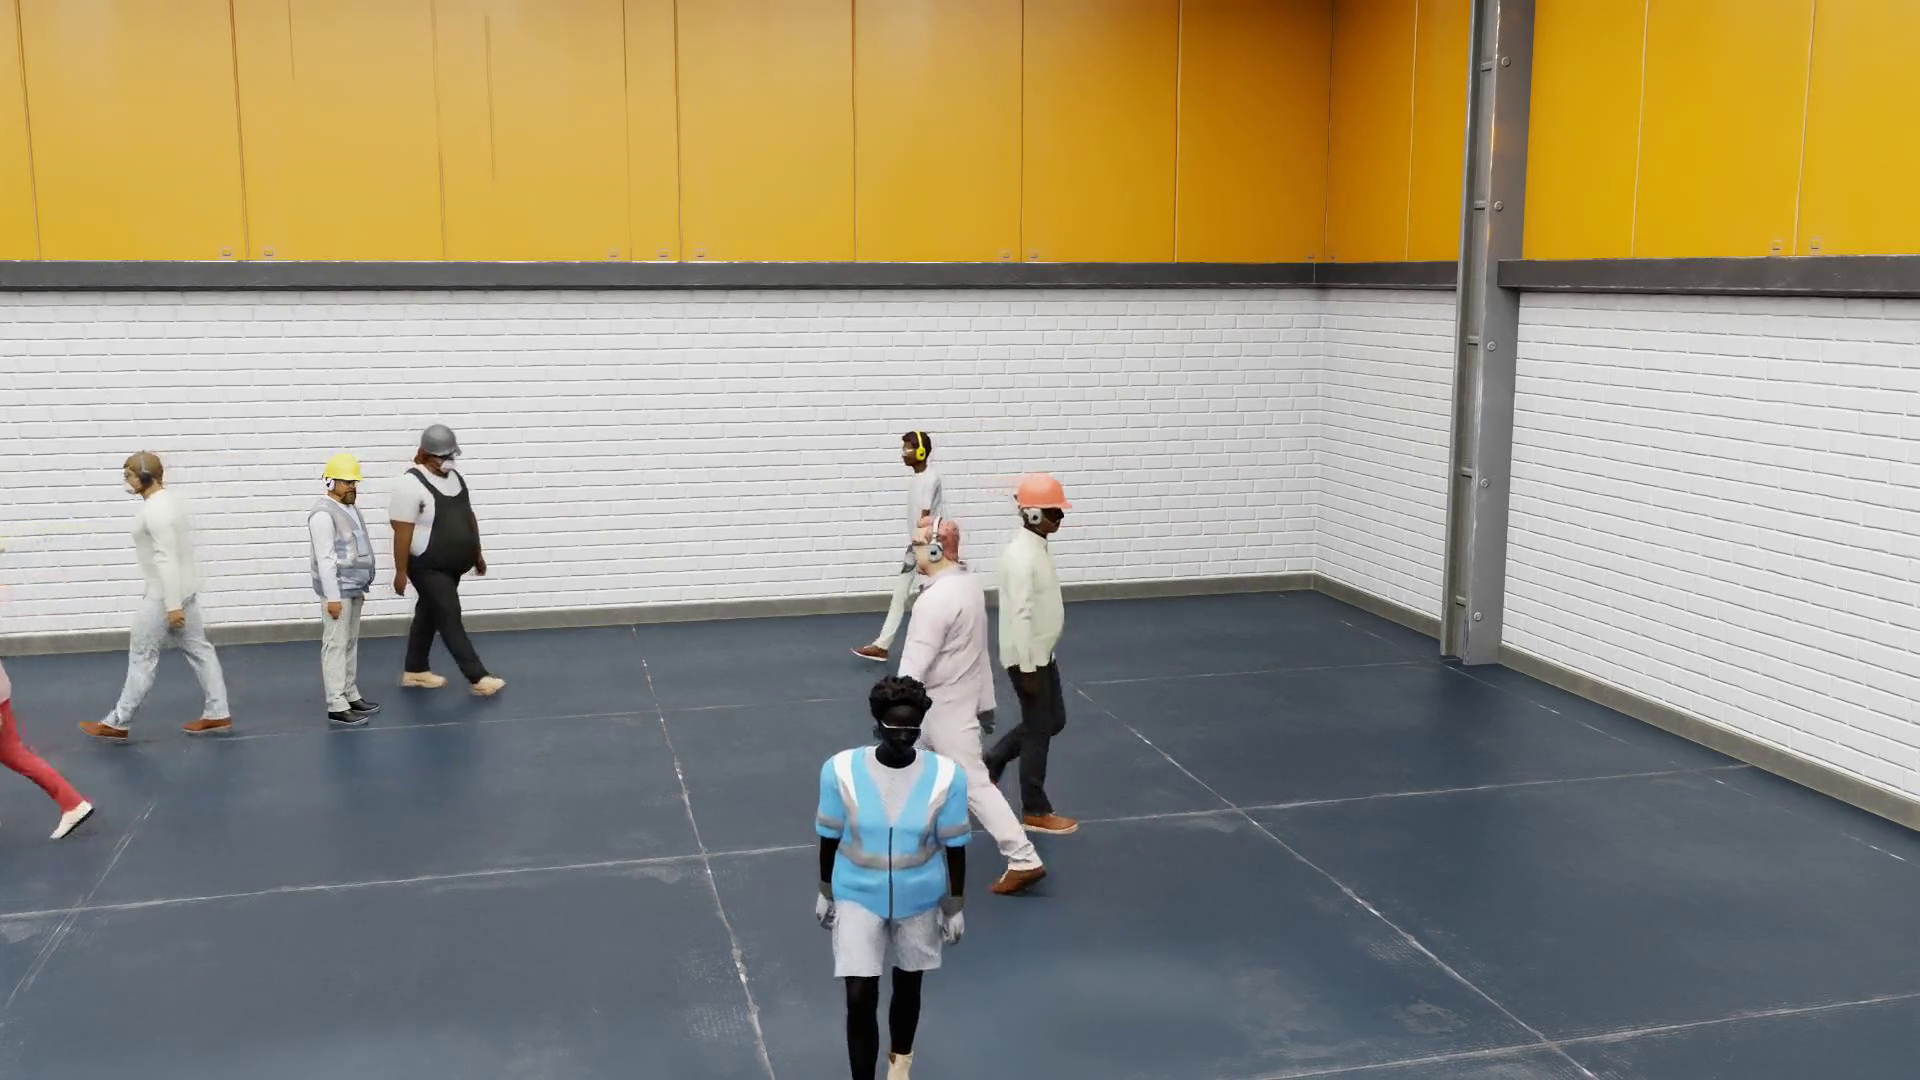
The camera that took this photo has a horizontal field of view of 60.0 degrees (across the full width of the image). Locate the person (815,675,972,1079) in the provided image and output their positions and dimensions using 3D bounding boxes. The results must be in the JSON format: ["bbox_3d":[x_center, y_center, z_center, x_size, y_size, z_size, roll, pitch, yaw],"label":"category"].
[{"bbox_3d":[-0.229,1.273,5.804,0.543,1.663,0.654,-1,9,-5],"label":"person"}]

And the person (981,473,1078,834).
[{"bbox_3d":[0.342,0.613,8.997,0.558,1.976,0.638,2,9,13],"label":"person"}]

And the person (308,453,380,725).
[{"bbox_3d":[-4.163,0.324,11.264,0.404,1.827,0.589,0,9,-2],"label":"person"}]

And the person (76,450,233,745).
[{"bbox_3d":[-5.252,0.369,10.736,0.974,1.892,0.661,-2,9,-15],"label":"person"}]

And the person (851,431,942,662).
[{"bbox_3d":[-0.330,0.066,12.914,0.980,1.820,0.513,-4,10,-21],"label":"person"}]

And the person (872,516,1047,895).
[{"bbox_3d":[-0.026,0.805,8.188,1.003,1.862,0.632,2,9,10],"label":"person"}]

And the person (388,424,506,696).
[{"bbox_3d":[-3.673,0.114,11.912,0.963,2.000,0.770,2,9,15],"label":"person"}]

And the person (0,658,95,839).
[{"bbox_3d":[-5.041,0.796,8.660,0.887,1.728,0.533,-5,10,-29],"label":"person"}]
